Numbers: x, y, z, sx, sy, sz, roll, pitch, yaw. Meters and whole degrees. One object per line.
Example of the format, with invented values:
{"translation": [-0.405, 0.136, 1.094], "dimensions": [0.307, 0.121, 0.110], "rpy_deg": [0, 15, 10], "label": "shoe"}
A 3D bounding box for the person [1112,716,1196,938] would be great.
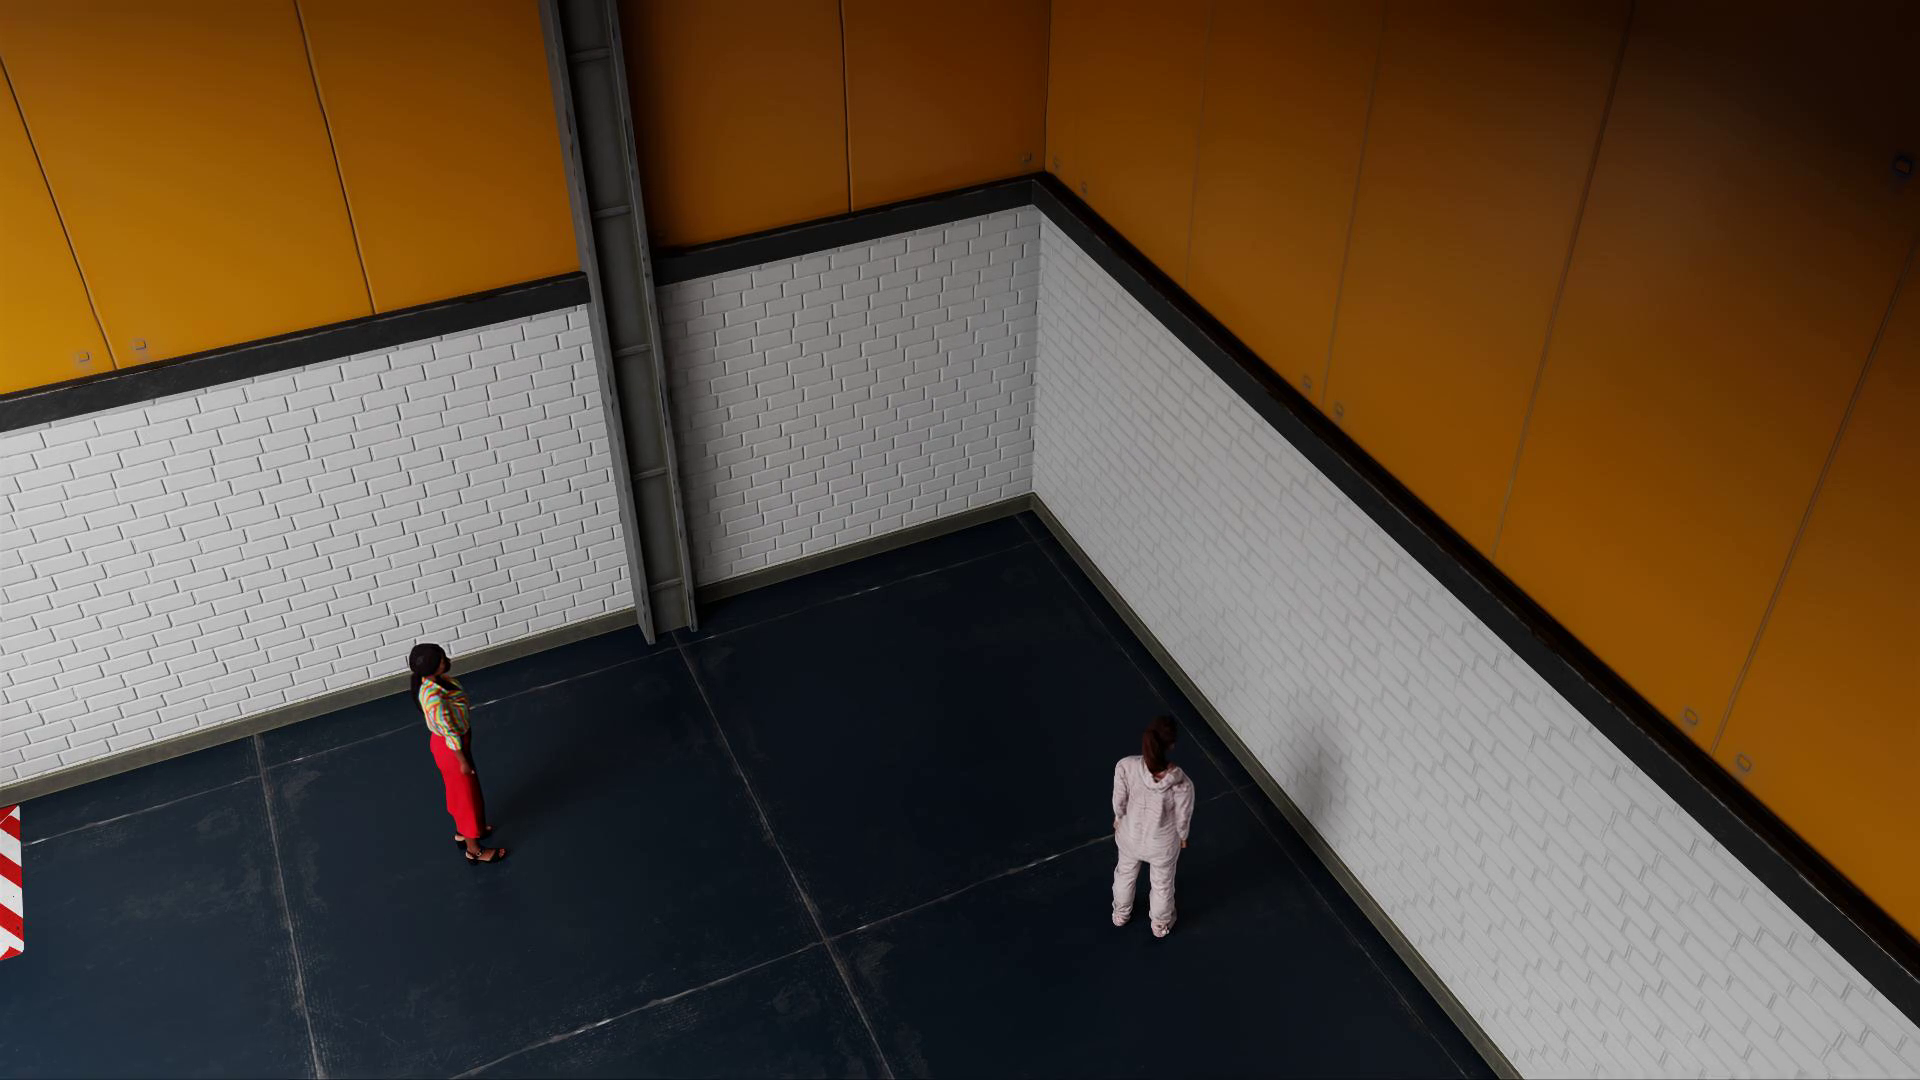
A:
{"translation": [1.132, 1.731, 9.944], "dimensions": [0.726, 1.689, 0.781], "rpy_deg": [14, 41, 16], "label": "person"}

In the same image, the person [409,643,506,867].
{"translation": [-3.159, 1.330, 10.363], "dimensions": [0.556, 1.793, 0.616], "rpy_deg": [-21, 43, -24], "label": "person"}
